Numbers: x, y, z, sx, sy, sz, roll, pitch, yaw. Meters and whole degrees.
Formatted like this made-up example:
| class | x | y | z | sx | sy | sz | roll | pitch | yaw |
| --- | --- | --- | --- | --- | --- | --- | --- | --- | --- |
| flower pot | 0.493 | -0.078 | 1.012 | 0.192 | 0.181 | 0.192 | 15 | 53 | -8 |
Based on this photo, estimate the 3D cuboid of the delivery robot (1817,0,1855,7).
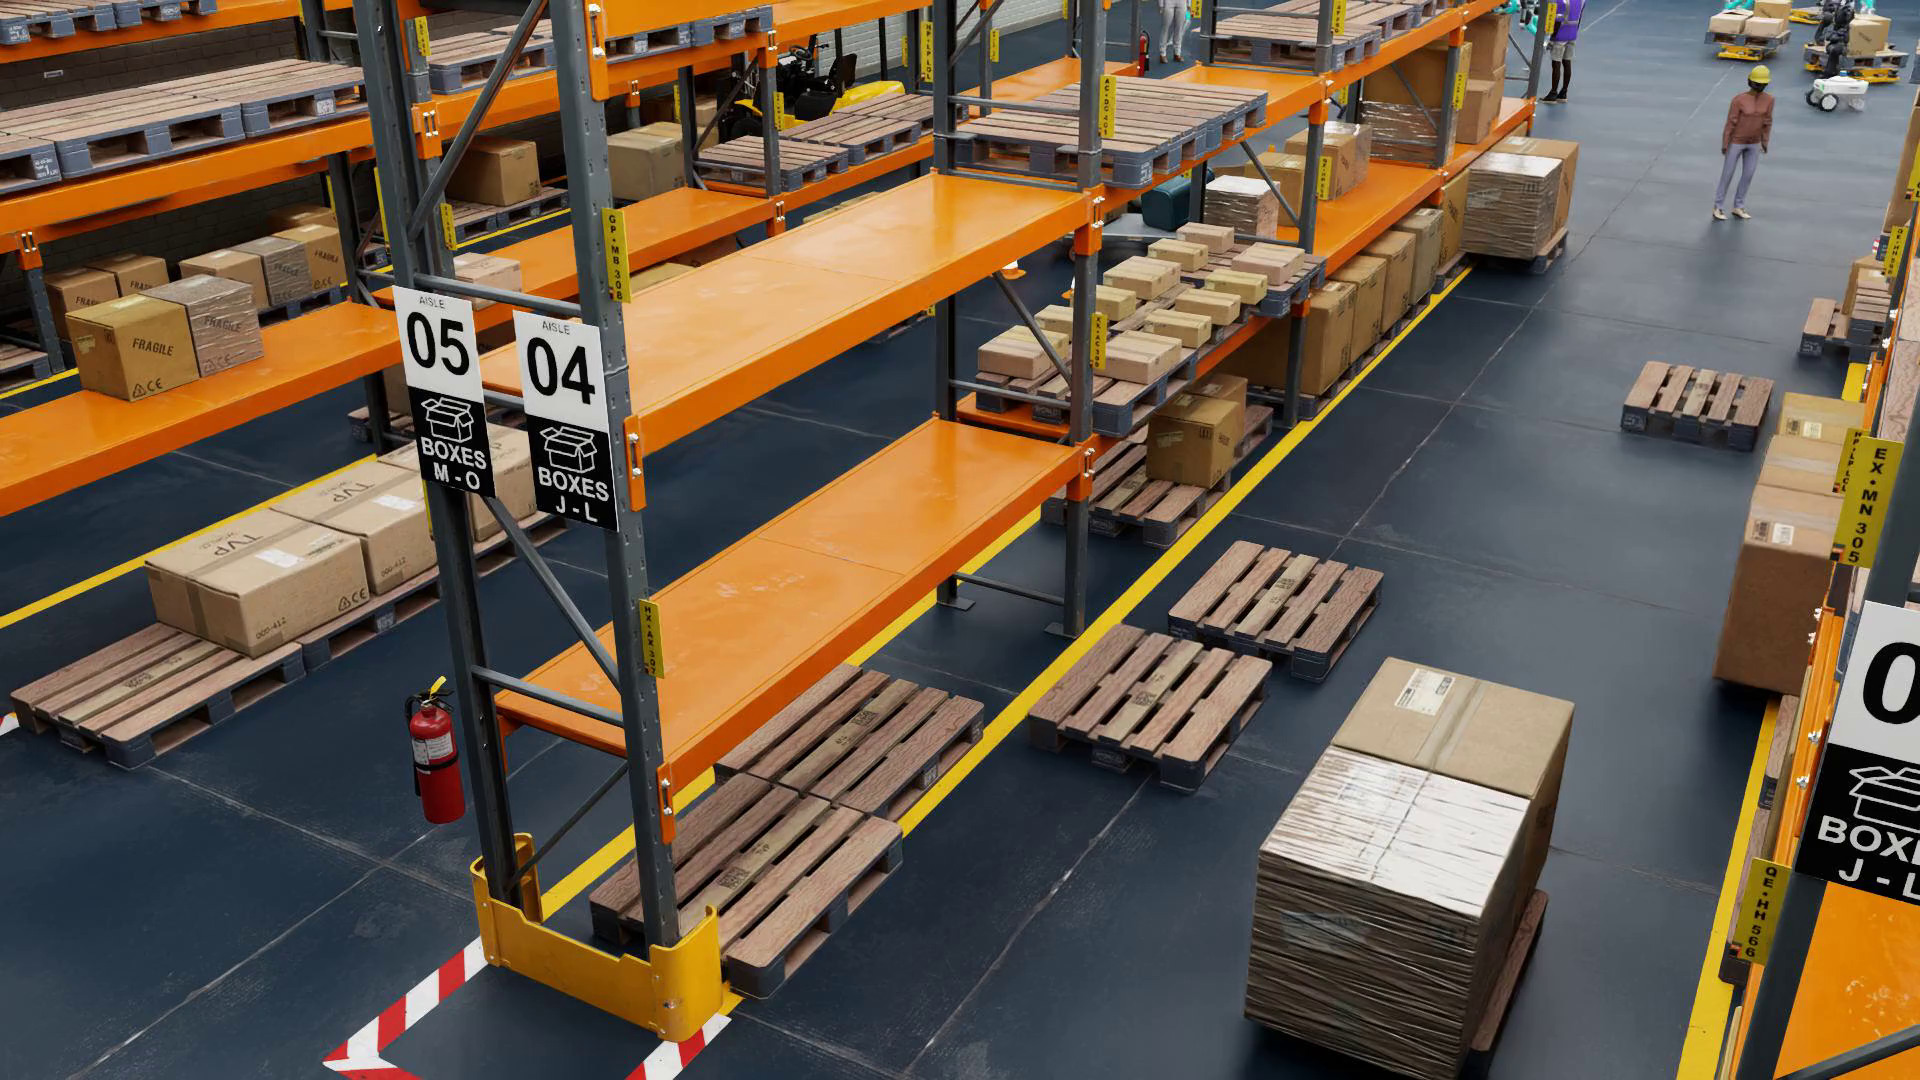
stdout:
| class | x | y | z | sx | sy | sz | roll | pitch | yaw |
| --- | --- | --- | --- | --- | --- | --- | --- | --- | --- |
| delivery robot | 18.184 | -11.245 | 34.370 | 0.787 | 0.587 | 0.499 | -16 | 30 | -29 |

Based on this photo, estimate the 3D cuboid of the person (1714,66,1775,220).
| class | x | y | z | sx | sy | sz | roll | pitch | yaw |
| --- | --- | --- | --- | --- | --- | --- | --- | --- | --- |
| person | 9.014 | -4.552 | 19.084 | 0.541 | 1.757 | 0.360 | -3 | 26 | -7 |

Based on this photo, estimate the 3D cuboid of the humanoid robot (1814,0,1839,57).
| class | x | y | z | sx | sy | sz | roll | pitch | yaw |
| --- | --- | --- | --- | --- | --- | --- | --- | --- | --- |
| humanoid robot | 14.891 | -9.072 | 28.577 | 0.322 | 1.640 | 0.601 | 14 | 29 | 27 |

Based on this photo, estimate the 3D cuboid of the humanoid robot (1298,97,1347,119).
| class | x | y | z | sx | sy | sz | roll | pitch | yaw |
| --- | --- | --- | --- | --- | --- | --- | --- | --- | --- |
| humanoid robot | 5.360 | -6.972 | 24.232 | 0.688 | 1.637 | 0.608 | -1 | 26 | -1 |

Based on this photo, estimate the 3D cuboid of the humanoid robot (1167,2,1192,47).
| class | x | y | z | sx | sy | sz | roll | pitch | yaw |
| --- | --- | --- | --- | --- | --- | --- | --- | --- | --- |
| humanoid robot | 3.975 | -9.828 | 30.034 | 0.657 | 1.768 | 0.535 | -18 | 31 | -33 |

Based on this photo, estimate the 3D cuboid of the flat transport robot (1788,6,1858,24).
| class | x | y | z | sx | sy | sz | roll | pitch | yaw |
| --- | --- | --- | --- | --- | --- | --- | --- | --- | --- |
| flat transport robot | 17.095 | -10.392 | 32.936 | 1.431 | 0.231 | 0.659 | -13 | 28 | -24 |

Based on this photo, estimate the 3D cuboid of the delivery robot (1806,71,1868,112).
| class | x | y | z | sx | sy | sz | roll | pitch | yaw |
| --- | --- | --- | --- | --- | --- | --- | --- | --- | --- |
| delivery robot | 13.234 | -6.756 | 25.046 | 0.793 | 0.590 | 0.499 | 0 | 26 | 1 |

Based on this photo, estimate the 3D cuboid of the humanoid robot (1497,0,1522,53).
| class | x | y | z | sx | sy | sz | roll | pitch | yaw |
| --- | --- | --- | --- | --- | --- | --- | --- | --- | --- |
| humanoid robot | 9.658 | -9.536 | 29.443 | 0.539 | 1.748 | 0.840 | -12 | 28 | -24 |

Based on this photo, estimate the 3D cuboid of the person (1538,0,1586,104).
| class | x | y | z | sx | sy | sz | roll | pitch | yaw |
| --- | --- | --- | --- | --- | --- | --- | --- | --- | --- |
| person | 9.160 | -7.641 | 25.273 | 0.603 | 1.958 | 0.375 | -16 | 30 | -29 |

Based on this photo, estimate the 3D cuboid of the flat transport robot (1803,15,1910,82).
| class | x | y | z | sx | sy | sz | roll | pitch | yaw |
| --- | --- | --- | --- | --- | --- | --- | --- | --- | --- |
| flat transport robot | 14.755 | -7.780 | 27.507 | 0.659 | 0.231 | 1.431 | -6 | 26 | -12 |

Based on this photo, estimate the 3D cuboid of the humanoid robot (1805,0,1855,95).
| class | x | y | z | sx | sy | sz | roll | pitch | yaw |
| --- | --- | --- | --- | --- | --- | --- | --- | --- | --- |
| humanoid robot | 13.641 | -7.705 | 25.763 | 0.764 | 1.623 | 0.601 | 3 | 26 | 7 |

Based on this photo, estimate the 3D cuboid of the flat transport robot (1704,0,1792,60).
| class | x | y | z | sx | sy | sz | roll | pitch | yaw |
| --- | --- | --- | --- | --- | --- | --- | --- | --- | --- |
| flat transport robot | 13.881 | -8.682 | 29.383 | 0.659 | 0.231 | 1.431 | 17 | 31 | 32 |

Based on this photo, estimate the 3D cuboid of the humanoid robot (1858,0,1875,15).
| class | x | y | z | sx | sy | sz | roll | pitch | yaw |
| --- | --- | --- | --- | --- | --- | --- | --- | --- | --- |
| humanoid robot | 17.095 | -10.445 | 31.378 | 0.651 | 1.821 | 0.542 | -3 | 26 | -6 |

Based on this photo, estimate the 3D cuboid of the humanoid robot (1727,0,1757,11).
| class | x | y | z | sx | sy | sz | roll | pitch | yaw |
| --- | --- | --- | --- | --- | --- | --- | --- | --- | --- |
| humanoid robot | 14.343 | -9.990 | 30.445 | 0.545 | 1.818 | 0.746 | -17 | 31 | -32 |

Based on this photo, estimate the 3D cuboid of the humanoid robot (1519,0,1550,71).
| class | x | y | z | sx | sy | sz | roll | pitch | yaw |
| --- | --- | --- | --- | --- | --- | --- | --- | --- | --- |
| humanoid robot | 9.592 | -8.561 | 27.527 | 0.540 | 1.881 | 0.677 | -19 | 31 | -34 |

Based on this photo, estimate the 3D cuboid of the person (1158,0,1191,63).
| class | x | y | z | sx | sy | sz | roll | pitch | yaw |
| --- | --- | --- | --- | --- | --- | --- | --- | --- | --- |
| person | 3.684 | -9.188 | 28.516 | 0.627 | 1.935 | 0.372 | -6 | 26 | -13 |

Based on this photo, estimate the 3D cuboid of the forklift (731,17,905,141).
| class | x | y | z | sx | sy | sz | roll | pitch | yaw |
| --- | --- | --- | --- | --- | --- | --- | --- | --- | --- |
| forklift | -1.819 | -5.975 | 21.543 | 2.313 | 2.155 | 1.214 | 14 | 29 | 26 |

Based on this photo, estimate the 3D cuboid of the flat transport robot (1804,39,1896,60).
| class | x | y | z | sx | sy | sz | roll | pitch | yaw |
| --- | --- | --- | --- | --- | --- | --- | --- | --- | --- |
| flat transport robot | 15.676 | -8.632 | 29.278 | 1.431 | 0.231 | 0.659 | 11 | 28 | 21 |
